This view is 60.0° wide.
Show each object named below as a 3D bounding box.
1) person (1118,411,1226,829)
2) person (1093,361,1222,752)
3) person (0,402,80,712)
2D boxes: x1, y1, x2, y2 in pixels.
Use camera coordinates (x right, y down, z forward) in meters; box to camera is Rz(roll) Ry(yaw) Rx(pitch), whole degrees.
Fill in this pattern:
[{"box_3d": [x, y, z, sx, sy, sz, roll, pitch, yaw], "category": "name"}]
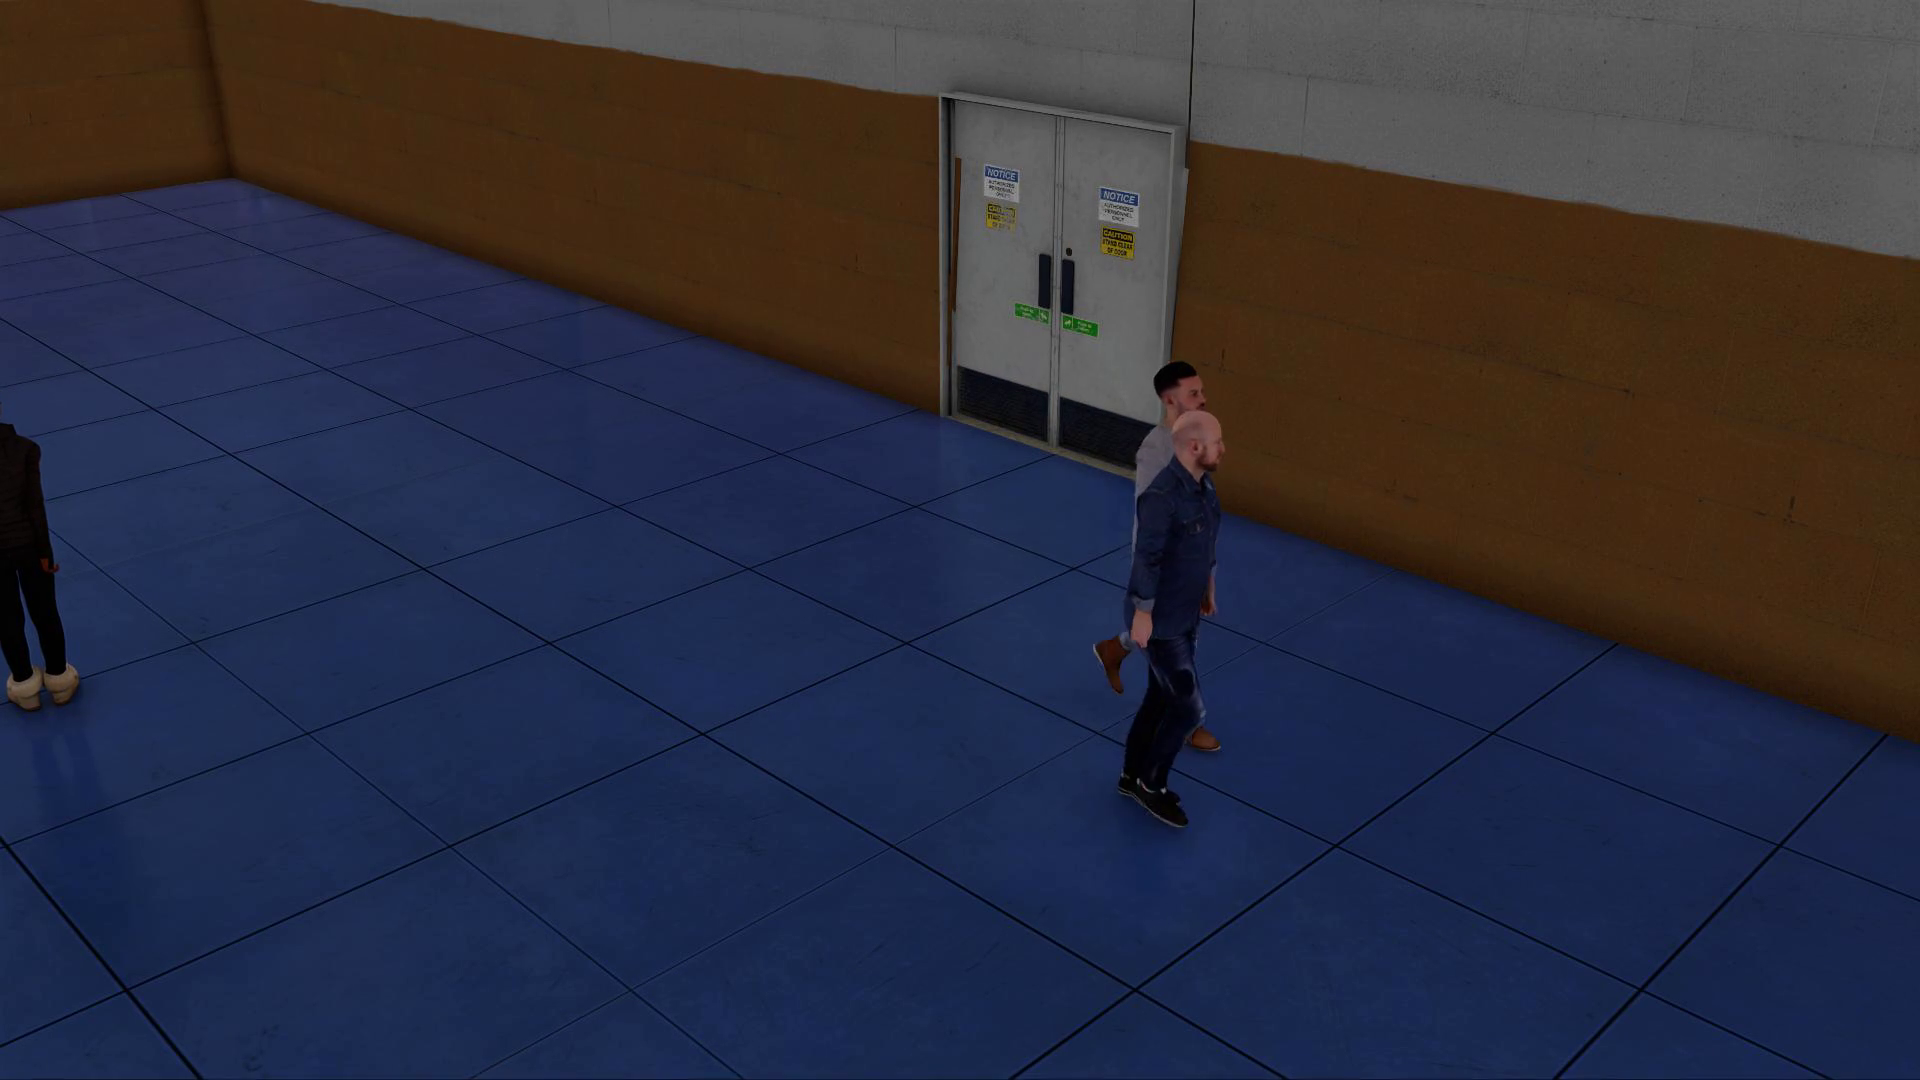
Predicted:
[{"box_3d": [0.810, 0.322, 7.042, 0.885, 1.804, 0.723, 12, 26, 26], "category": "person"}, {"box_3d": [0.924, 0.049, 7.643, 0.808, 1.822, 0.985, 18, 30, 36], "category": "person"}, {"box_3d": [-4.471, 0.051, 7.841, 0.665, 1.660, 0.592, 9, 25, 19], "category": "person"}]
